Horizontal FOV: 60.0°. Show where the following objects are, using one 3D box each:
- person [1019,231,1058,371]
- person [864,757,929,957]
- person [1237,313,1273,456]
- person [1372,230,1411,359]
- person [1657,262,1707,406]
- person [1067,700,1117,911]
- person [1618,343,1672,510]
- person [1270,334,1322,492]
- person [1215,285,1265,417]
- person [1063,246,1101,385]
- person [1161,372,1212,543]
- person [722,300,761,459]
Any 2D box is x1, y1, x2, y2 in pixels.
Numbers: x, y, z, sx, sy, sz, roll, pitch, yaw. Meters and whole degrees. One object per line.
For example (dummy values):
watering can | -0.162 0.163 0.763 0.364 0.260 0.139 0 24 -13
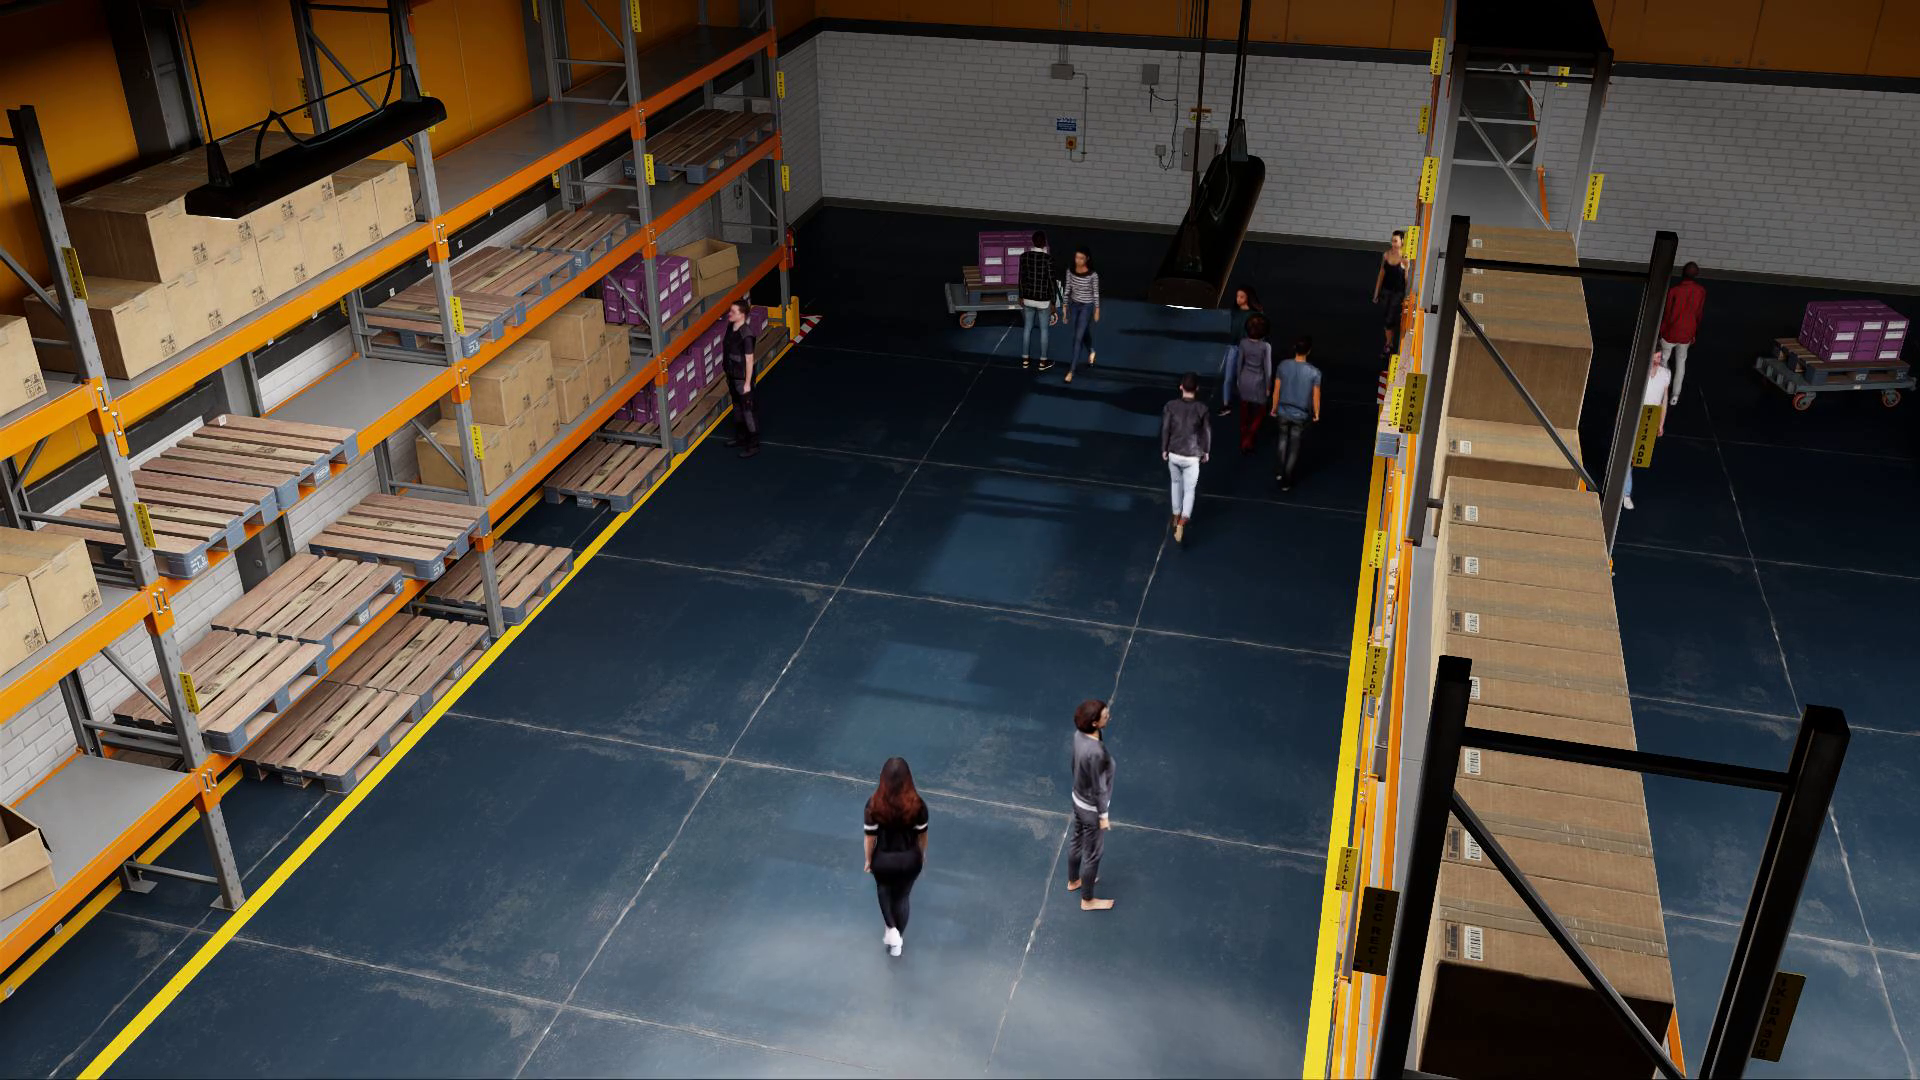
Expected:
person | 0.983 -3.079 21.312 0.683 1.821 0.587 11 30 19
person | -0.445 2.284 11.683 0.704 1.627 0.721 -3 29 -5
person | 3.313 -1.740 18.982 0.705 1.702 0.743 19 34 31
person | 5.695 -3.216 21.674 0.764 1.715 0.719 -25 37 -38
person | 8.757 -2.528 20.304 0.729 1.819 0.671 -1 29 -2
person | 0.951 1.923 12.198 0.751 1.768 0.654 -10 30 -18
person | 7.359 -1.306 18.053 0.890 1.829 1.158 -2 29 -3
person | 3.622 -1.360 18.186 0.733 1.798 0.703 14 32 24
person | 3.482 -2.311 20.151 0.894 1.585 1.152 23 36 35
person | 1.573 -2.872 21.032 0.790 1.726 1.218 14 32 24
person | 2.323 -0.846 17.226 0.672 1.814 1.034 6 29 11
person | -2.507 -1.875 19.076 0.837 1.849 0.789 -17 33 -28
